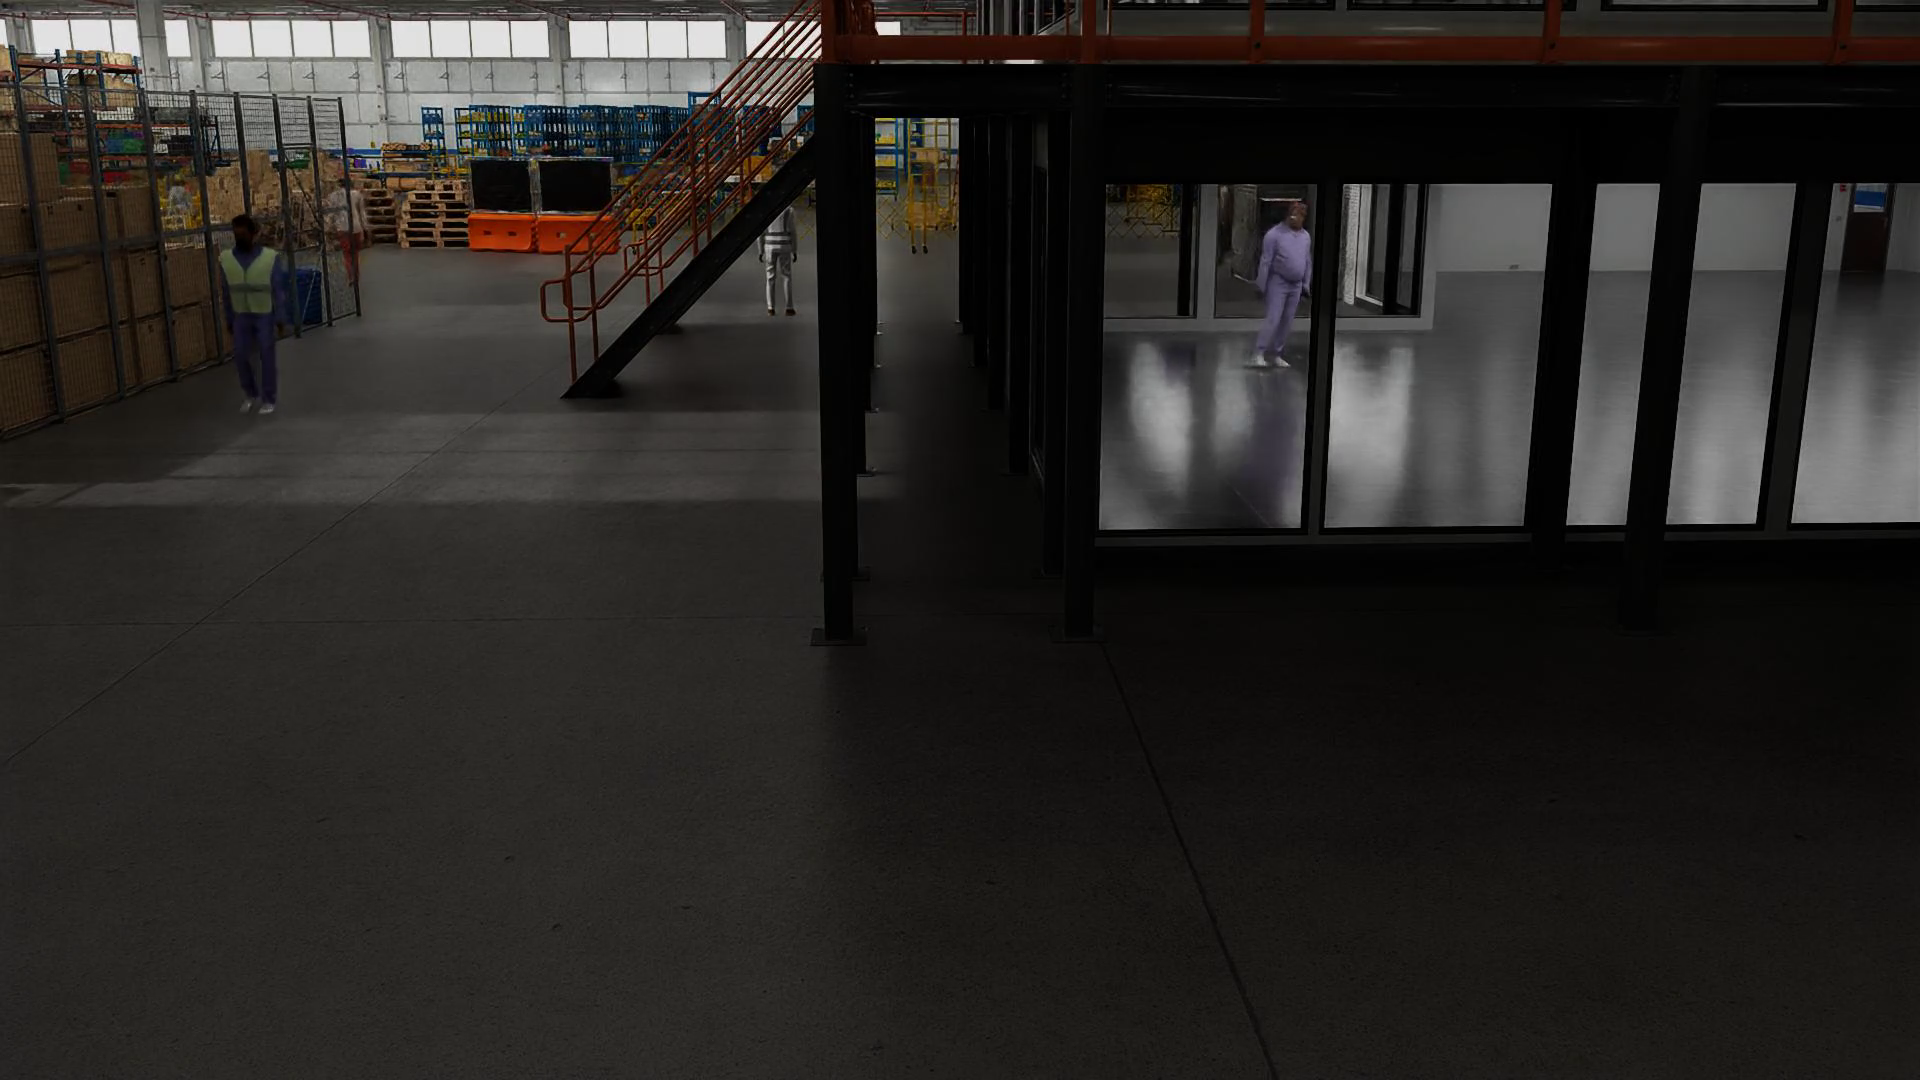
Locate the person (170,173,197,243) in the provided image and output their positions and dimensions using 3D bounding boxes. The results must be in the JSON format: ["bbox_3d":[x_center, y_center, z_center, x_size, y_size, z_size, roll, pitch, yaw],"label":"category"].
[{"bbox_3d":[-16.945,-7.138,36.265,0.501,1.696,0.912,4,15,16],"label":"person"}]

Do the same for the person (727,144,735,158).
[{"bbox_3d":[-11.462,-18.992,83.500,1.001,1.766,0.586,6,15,24],"label":"person"}]

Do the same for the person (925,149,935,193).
[{"bbox_3d":[-1.204,-14.904,67.188,0.531,1.747,0.662,-9,17,-33],"label":"person"}]

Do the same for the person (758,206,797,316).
[{"bbox_3d":[-2.639,-4.192,24.112,0.572,1.883,0.356,0,14,1],"label":"person"}]

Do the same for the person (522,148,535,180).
[{"bbox_3d":[-15.995,-13.647,61.953,0.995,1.869,0.631,-9,17,-31],"label":"person"}]

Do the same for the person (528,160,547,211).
[{"bbox_3d":[-11.530,-9.538,45.694,0.918,1.783,0.622,-7,15,-25],"label":"person"}]

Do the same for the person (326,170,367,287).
[{"bbox_3d":[-10.552,-5.334,28.504,0.647,1.960,0.905,-10,17,-36],"label":"person"}]

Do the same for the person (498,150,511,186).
[{"bbox_3d":[-15.490,-12.290,56.495,0.566,1.887,0.904,10,17,36],"label":"person"}]

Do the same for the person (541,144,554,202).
[{"bbox_3d":[-14.248,-12.630,57.507,0.378,2.045,0.605,-2,14,-9],"label":"person"}]

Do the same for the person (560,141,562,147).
[{"bbox_3d":[-21.770,-20.916,91.034,0.373,1.840,0.570,-3,14,-13],"label":"person"}]

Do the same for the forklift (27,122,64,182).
[{"bbox_3d":[-35.376,-14.773,64.377,1.129,2.768,1.873,-1,14,-2],"label":"forklift"}]

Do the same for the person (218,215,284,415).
[{"bbox_3d":[-6.735,-2.137,15.873,0.591,1.903,0.462,-1,14,-6],"label":"person"}]
